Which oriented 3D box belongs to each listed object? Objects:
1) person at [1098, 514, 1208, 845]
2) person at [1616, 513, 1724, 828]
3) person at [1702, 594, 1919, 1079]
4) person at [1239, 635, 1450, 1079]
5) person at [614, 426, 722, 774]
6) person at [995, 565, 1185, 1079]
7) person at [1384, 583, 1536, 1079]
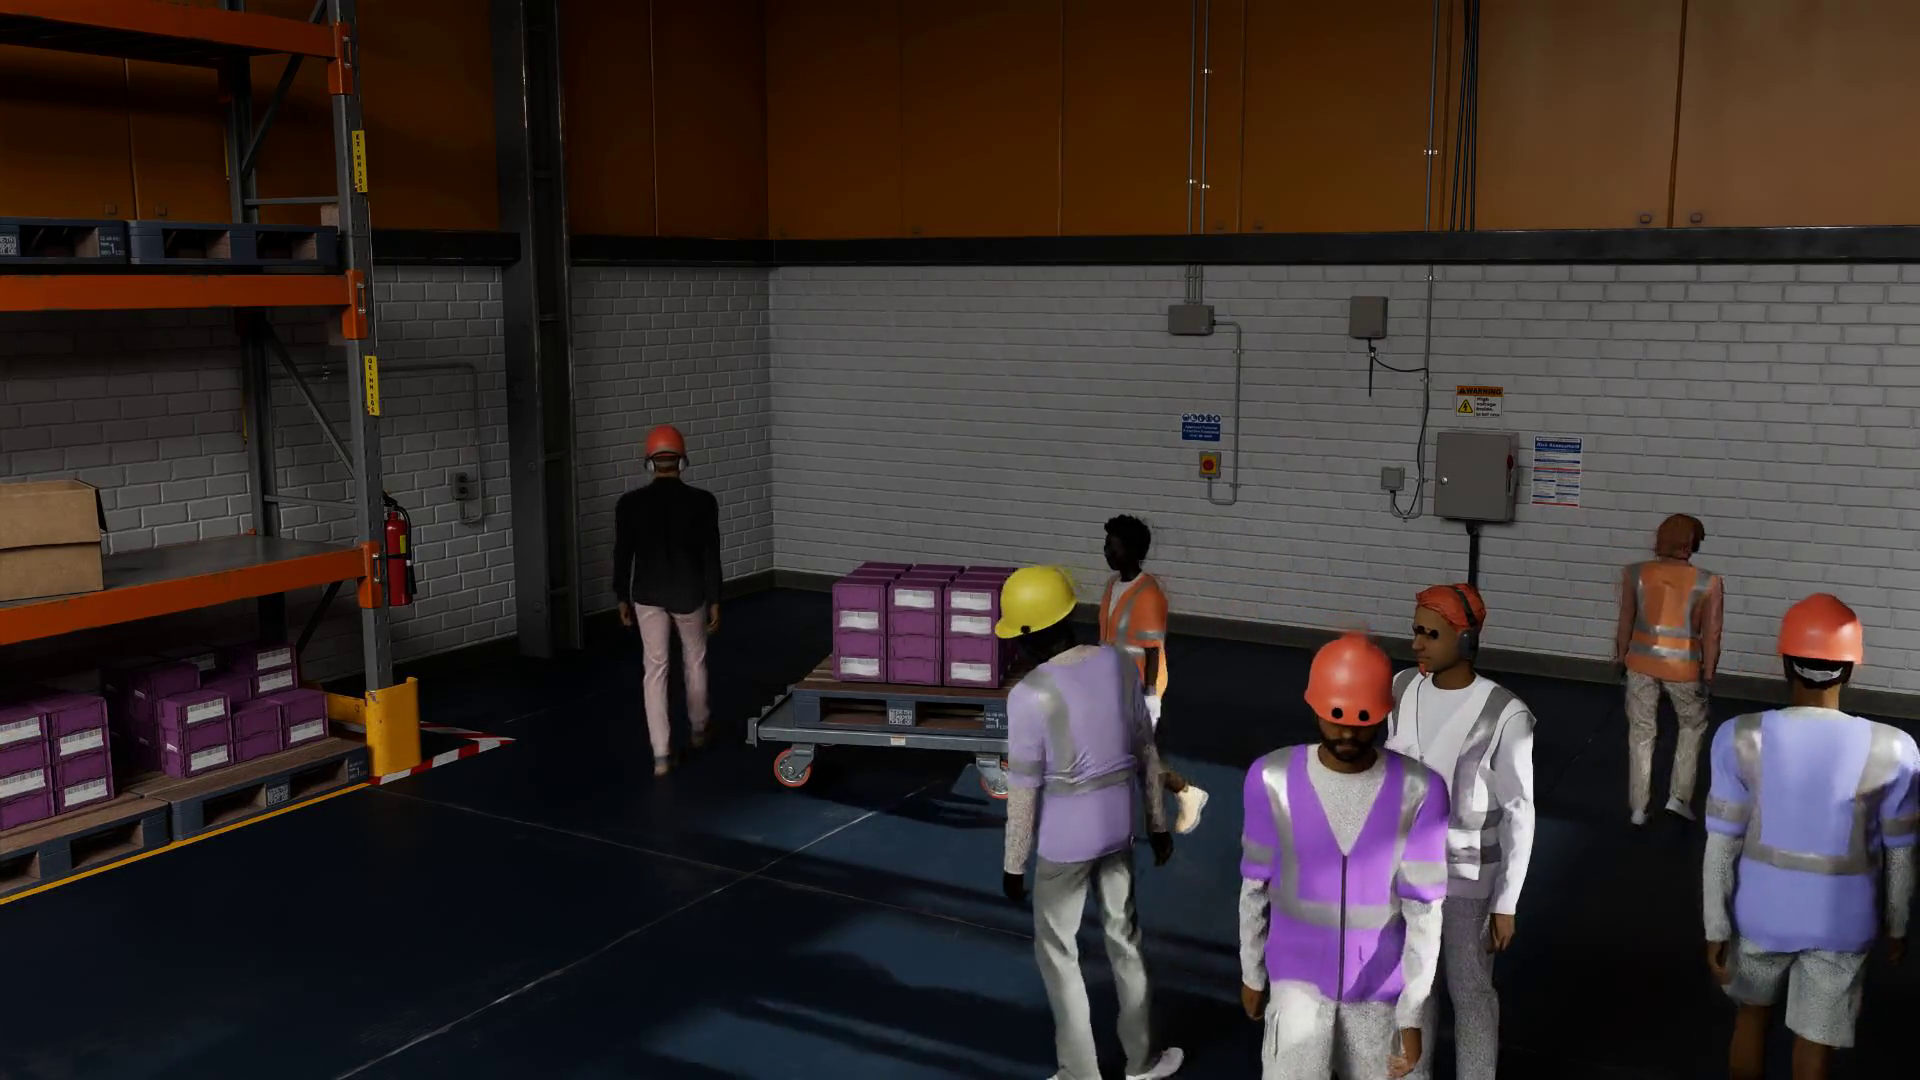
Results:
[{"bbox_3d":[0.907,0.707,8.124,0.499,1.687,0.538,-3,10,-17],"label":"person"},{"bbox_3d":[3.605,0.677,8.502,0.532,1.626,0.395,7,11,37],"label":"person"},{"bbox_3d":[2.535,1.099,4.988,0.555,1.903,0.865,5,11,30],"label":"person"},{"bbox_3d":[0.997,1.195,4.378,0.538,1.901,0.856,2,9,11],"label":"person"},{"bbox_3d":[-1.685,0.313,9.713,0.638,1.950,0.995,0,9,-1],"label":"person"},{"bbox_3d":[0.457,1.000,5.705,0.761,1.878,0.405,-7,11,-37],"label":"person"},{"bbox_3d":[1.535,1.062,5.279,0.337,1.882,0.584,-5,11,-30],"label":"person"}]
